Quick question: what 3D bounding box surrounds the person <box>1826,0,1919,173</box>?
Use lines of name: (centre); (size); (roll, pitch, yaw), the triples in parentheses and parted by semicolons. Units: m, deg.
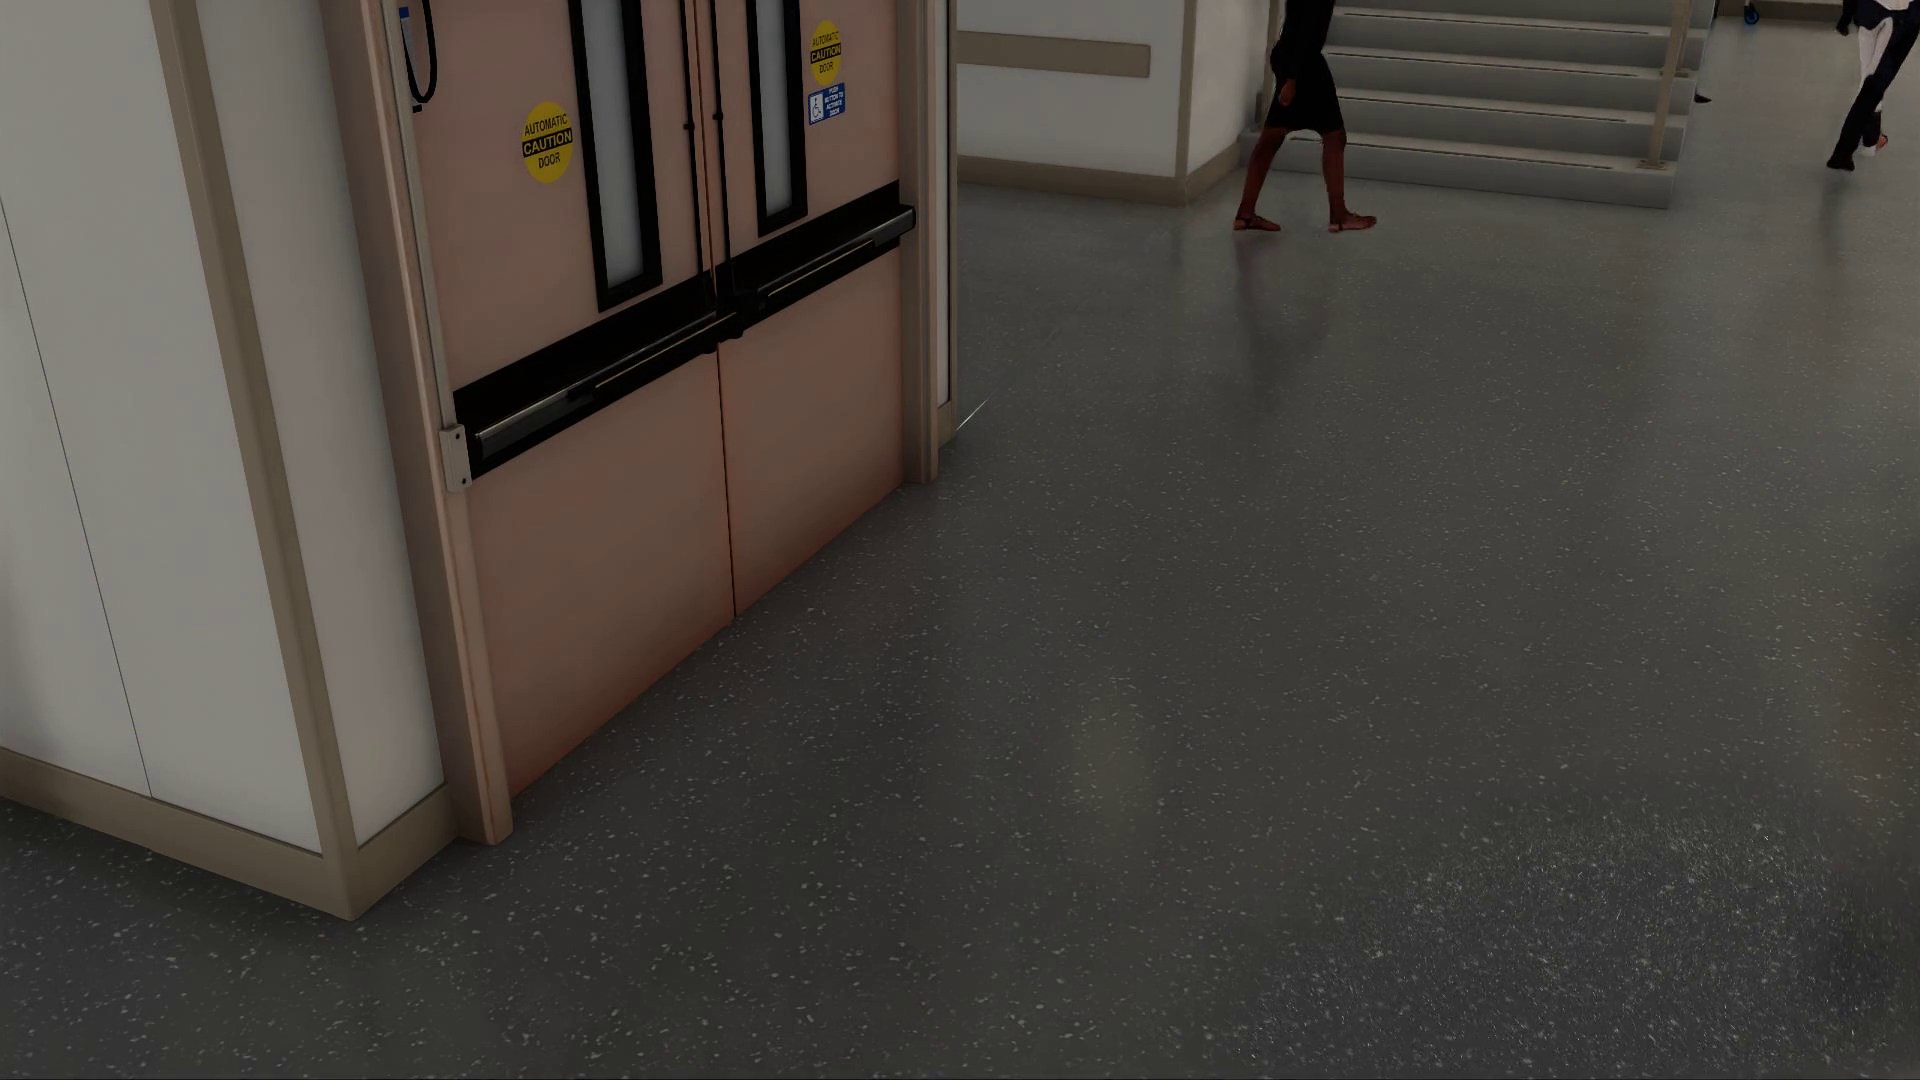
person: (5.608, -3.138, 10.087); (1.327, 1.847, 1.031); (-22, 33, -37)

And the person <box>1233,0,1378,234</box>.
person: (1.707, -2.444, 8.830); (0.939, 1.687, 1.029); (1, 26, 2)
